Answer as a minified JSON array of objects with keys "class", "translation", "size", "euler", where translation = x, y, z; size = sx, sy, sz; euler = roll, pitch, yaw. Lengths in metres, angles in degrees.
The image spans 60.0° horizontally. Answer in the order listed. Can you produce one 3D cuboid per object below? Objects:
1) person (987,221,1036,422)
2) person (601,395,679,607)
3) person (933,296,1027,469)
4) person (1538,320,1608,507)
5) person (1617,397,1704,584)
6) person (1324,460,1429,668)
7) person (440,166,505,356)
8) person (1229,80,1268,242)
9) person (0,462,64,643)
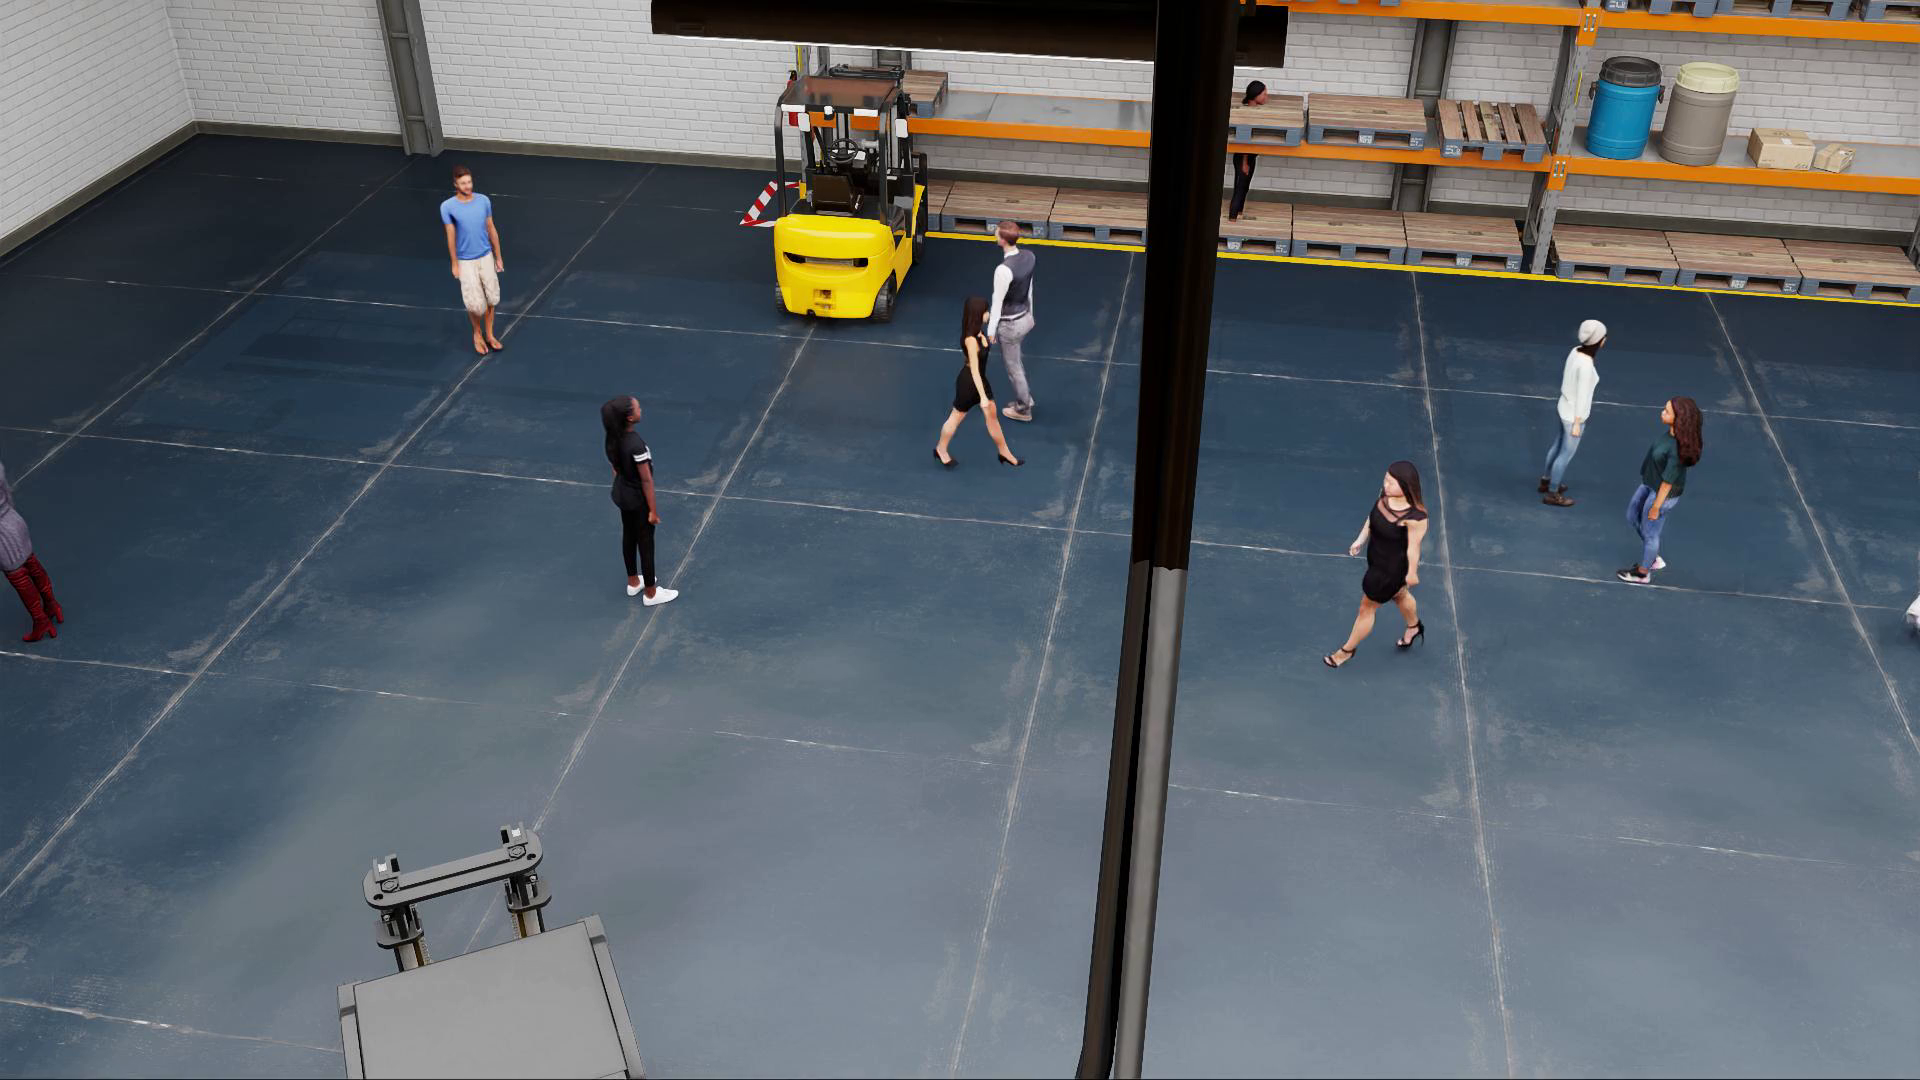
[{"class":"person","translation":[0.551,-1.874,14.575],"size":[0.751,1.923,0.766],"euler":[21,39,29]},{"class":"person","translation":[-2.413,-0.309,12.396],"size":[0.762,1.728,0.686],"euler":[-26,41,-33]},{"class":"person","translation":[0.017,-1.268,13.956],"size":[1.009,1.599,0.585],"euler":[5,34,7]},{"class":"person","translation":[5.004,-1.054,13.590],"size":[0.498,1.647,0.576],"euler":[4,34,5]},{"class":"person","translation":[5.373,-0.347,12.558],"size":[0.634,1.613,0.631],"euler":[11,35,16]},{"class":"person","translation":[3.116,0.169,11.734],"size":[1.154,1.665,0.907],"euler":[-6,34,-9]},{"class":"person","translation":[-4.679,-2.713,15.897],"size":[0.789,1.857,0.844],"euler":[-23,40,-31]},{"class":"person","translation":[3.105,-4.155,18.159],"size":[0.570,1.754,0.595],"euler":[12,36,18]},{"class":"person","translation":[-6.876,-0.033,11.998],"size":[0.587,1.710,0.634],"euler":[-2,34,-4]}]
